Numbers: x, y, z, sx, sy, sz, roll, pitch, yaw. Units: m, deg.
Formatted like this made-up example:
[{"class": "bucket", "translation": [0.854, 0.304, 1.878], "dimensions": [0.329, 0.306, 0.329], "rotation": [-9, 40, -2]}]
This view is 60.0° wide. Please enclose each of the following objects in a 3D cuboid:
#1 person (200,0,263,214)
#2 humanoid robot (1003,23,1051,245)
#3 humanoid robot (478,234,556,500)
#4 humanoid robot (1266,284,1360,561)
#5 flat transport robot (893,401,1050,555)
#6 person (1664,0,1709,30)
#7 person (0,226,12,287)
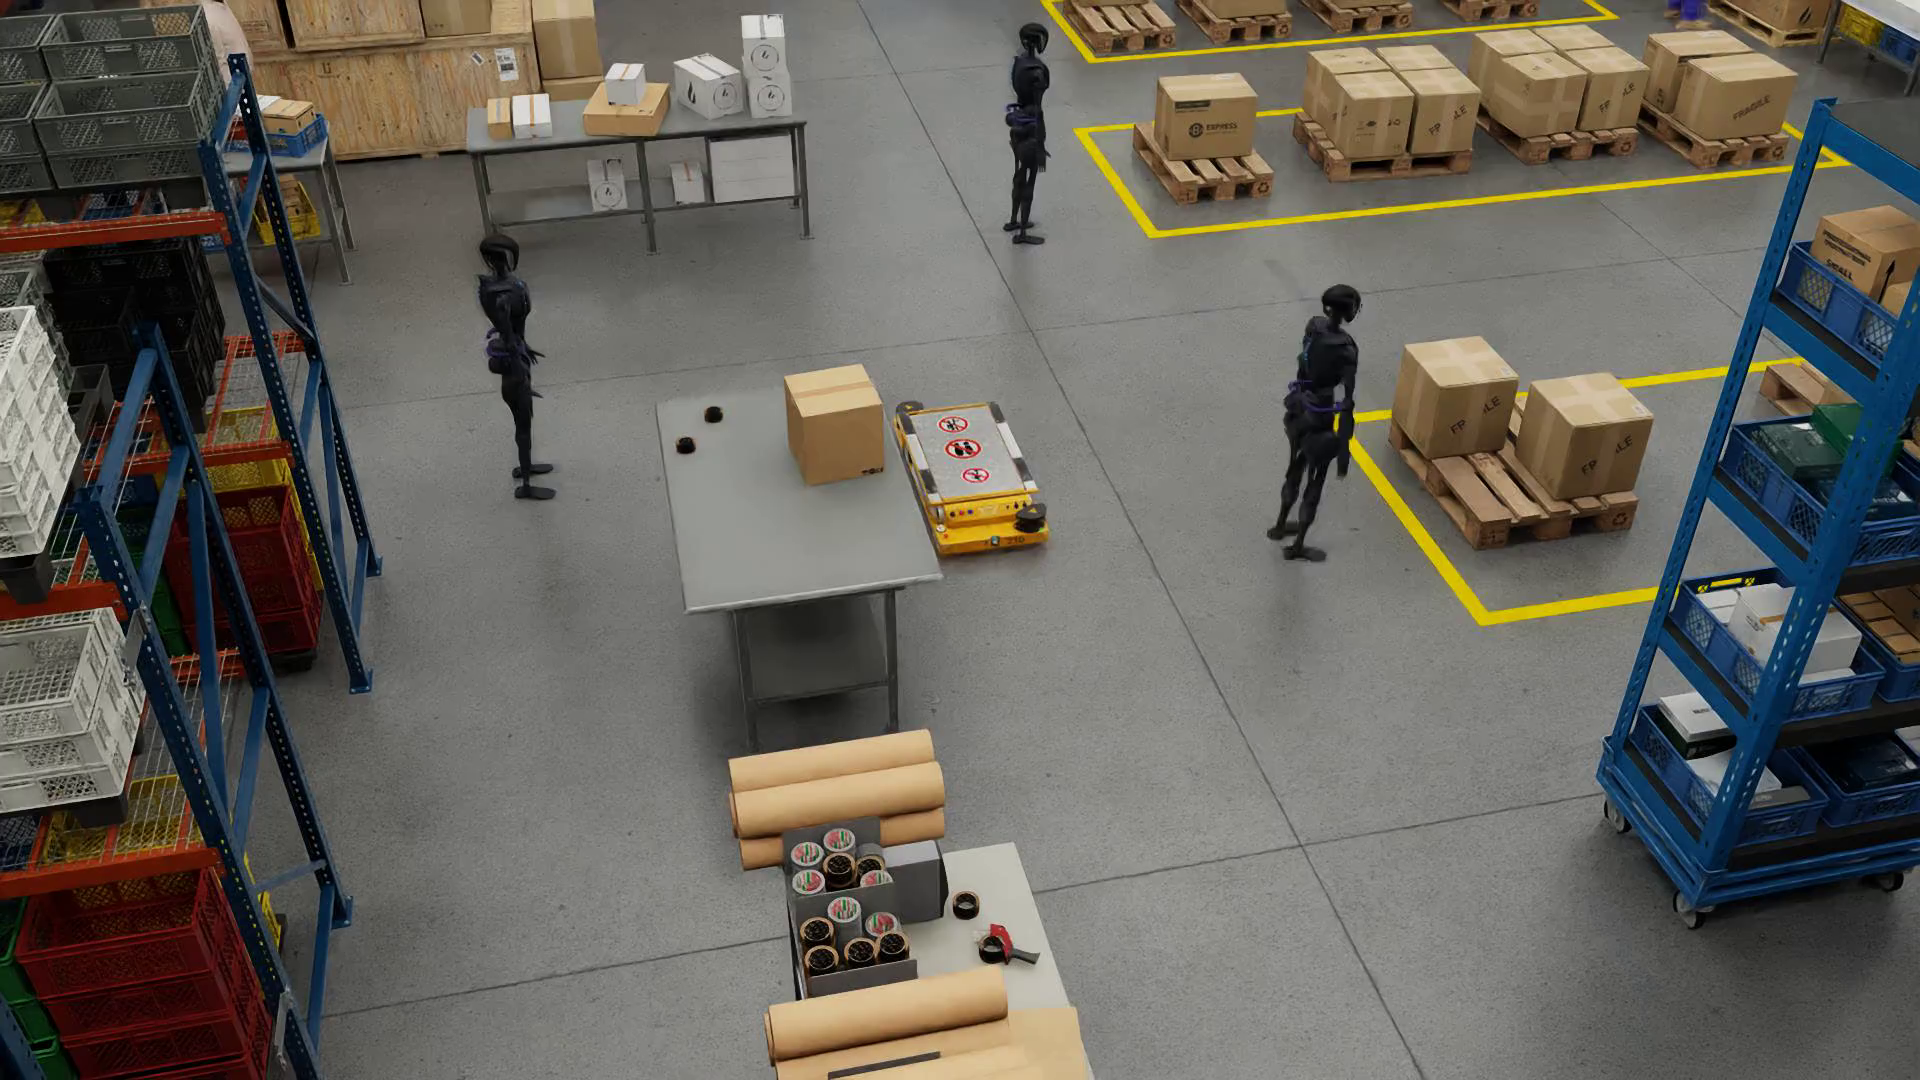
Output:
[{"class": "person", "translation": [-5.561, -3.493, 12.806], "dimensions": [0.399, 1.989, 0.621], "rotation": [-8, 37, -10]}, {"class": "humanoid robot", "translation": [0.515, -3.055, 12.469], "dimensions": [0.315, 1.656, 0.610], "rotation": [-8, 37, -10]}, {"class": "humanoid robot", "translation": [-2.594, -1.025, 9.742], "dimensions": [0.315, 1.656, 0.610], "rotation": [-8, 37, -10]}, {"class": "humanoid robot", "translation": [1.991, -0.650, 9.259], "dimensions": [0.356, 1.650, 0.628], "rotation": [-11, 38, -15]}, {"class": "flat transport robot", "translation": [0.046, -0.433, 10.107], "dimensions": [0.652, 0.197, 1.431], "rotation": [-7, 37, -11]}, {"class": "person", "translation": [7.364, -6.037, 16.185], "dimensions": [0.542, 2.000, 0.703], "rotation": [-3, 37, -4]}, {"class": "person", "translation": [-5.981, -1.588, 10.299], "dimensions": [0.379, 1.924, 0.592], "rotation": [-8, 37, -10]}]
